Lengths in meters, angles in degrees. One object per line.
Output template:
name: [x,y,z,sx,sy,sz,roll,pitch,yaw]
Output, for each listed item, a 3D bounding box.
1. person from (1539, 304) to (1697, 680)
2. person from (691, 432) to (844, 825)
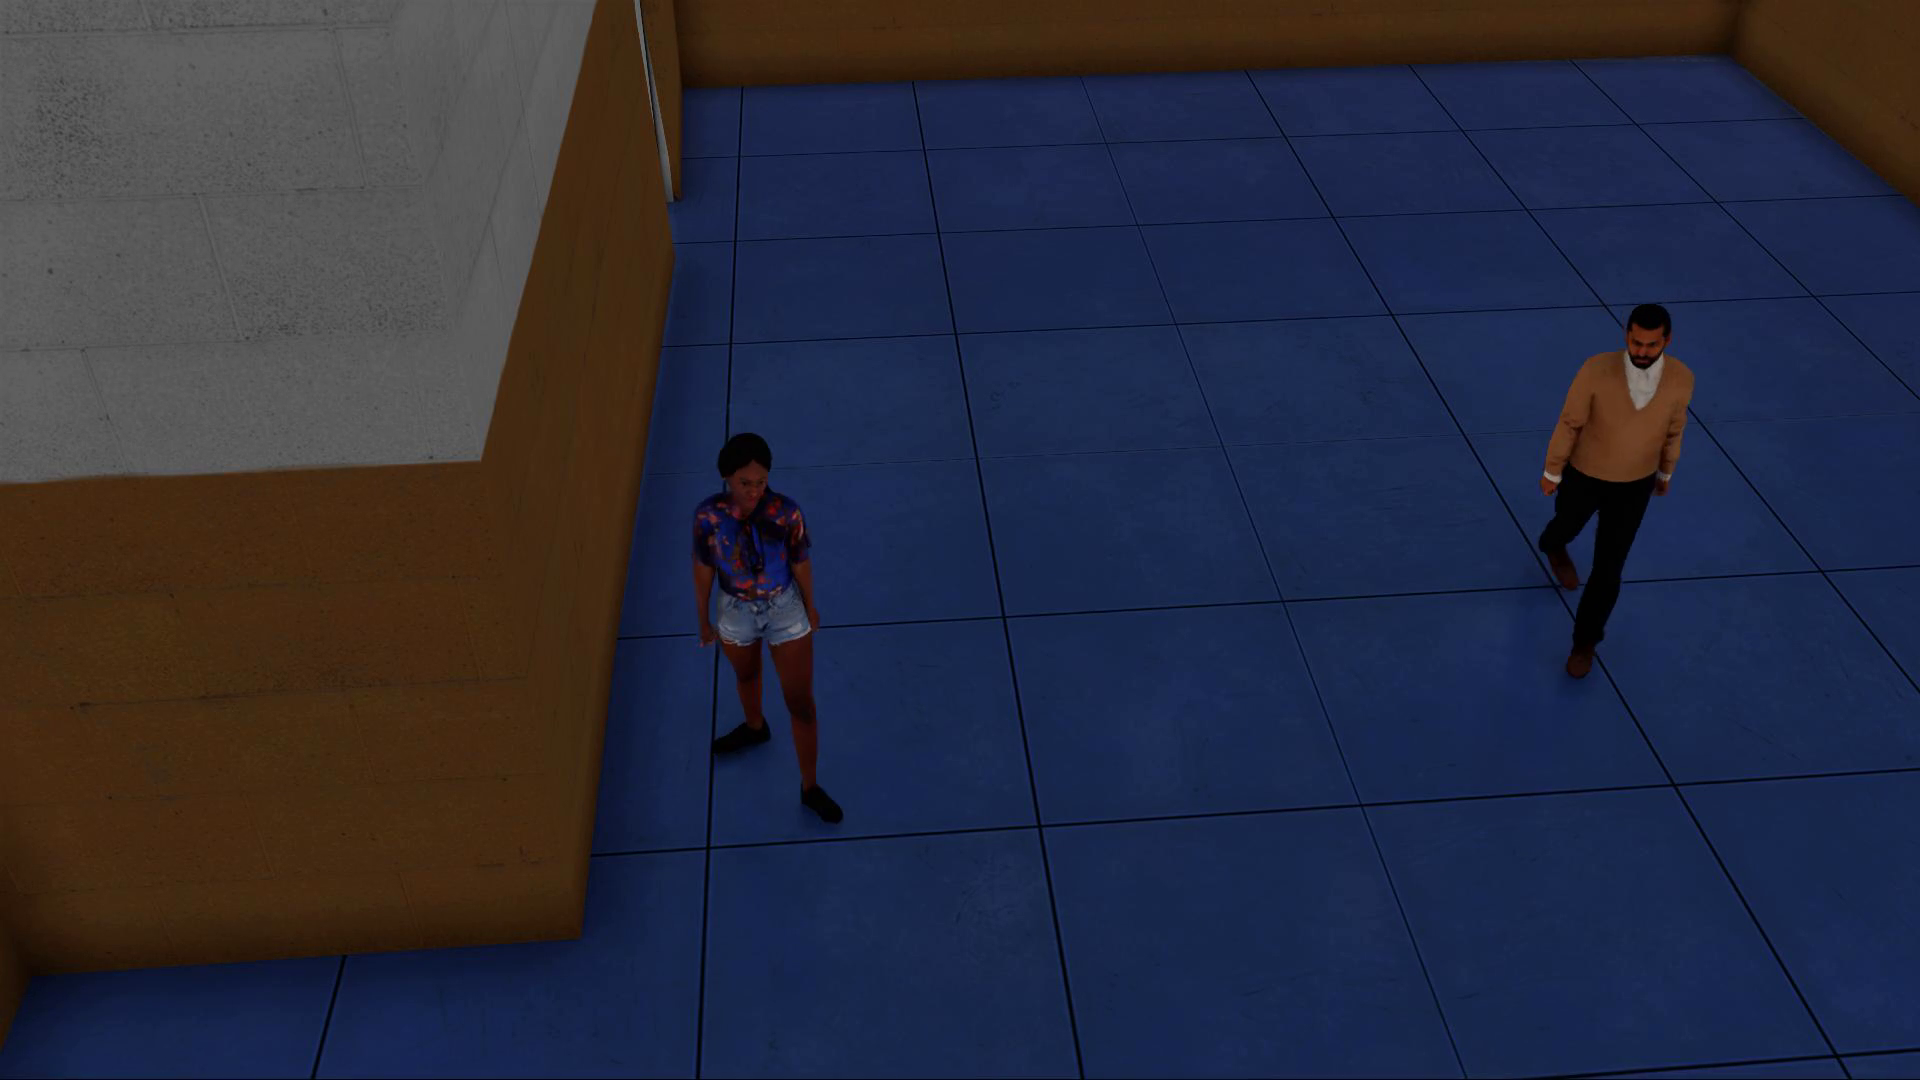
person: [2.827,-0.320,7.273,1.193,1.710,1.009,6,37,7]
person: [-0.795,0.280,6.471,0.777,1.720,0.823,3,37,4]
